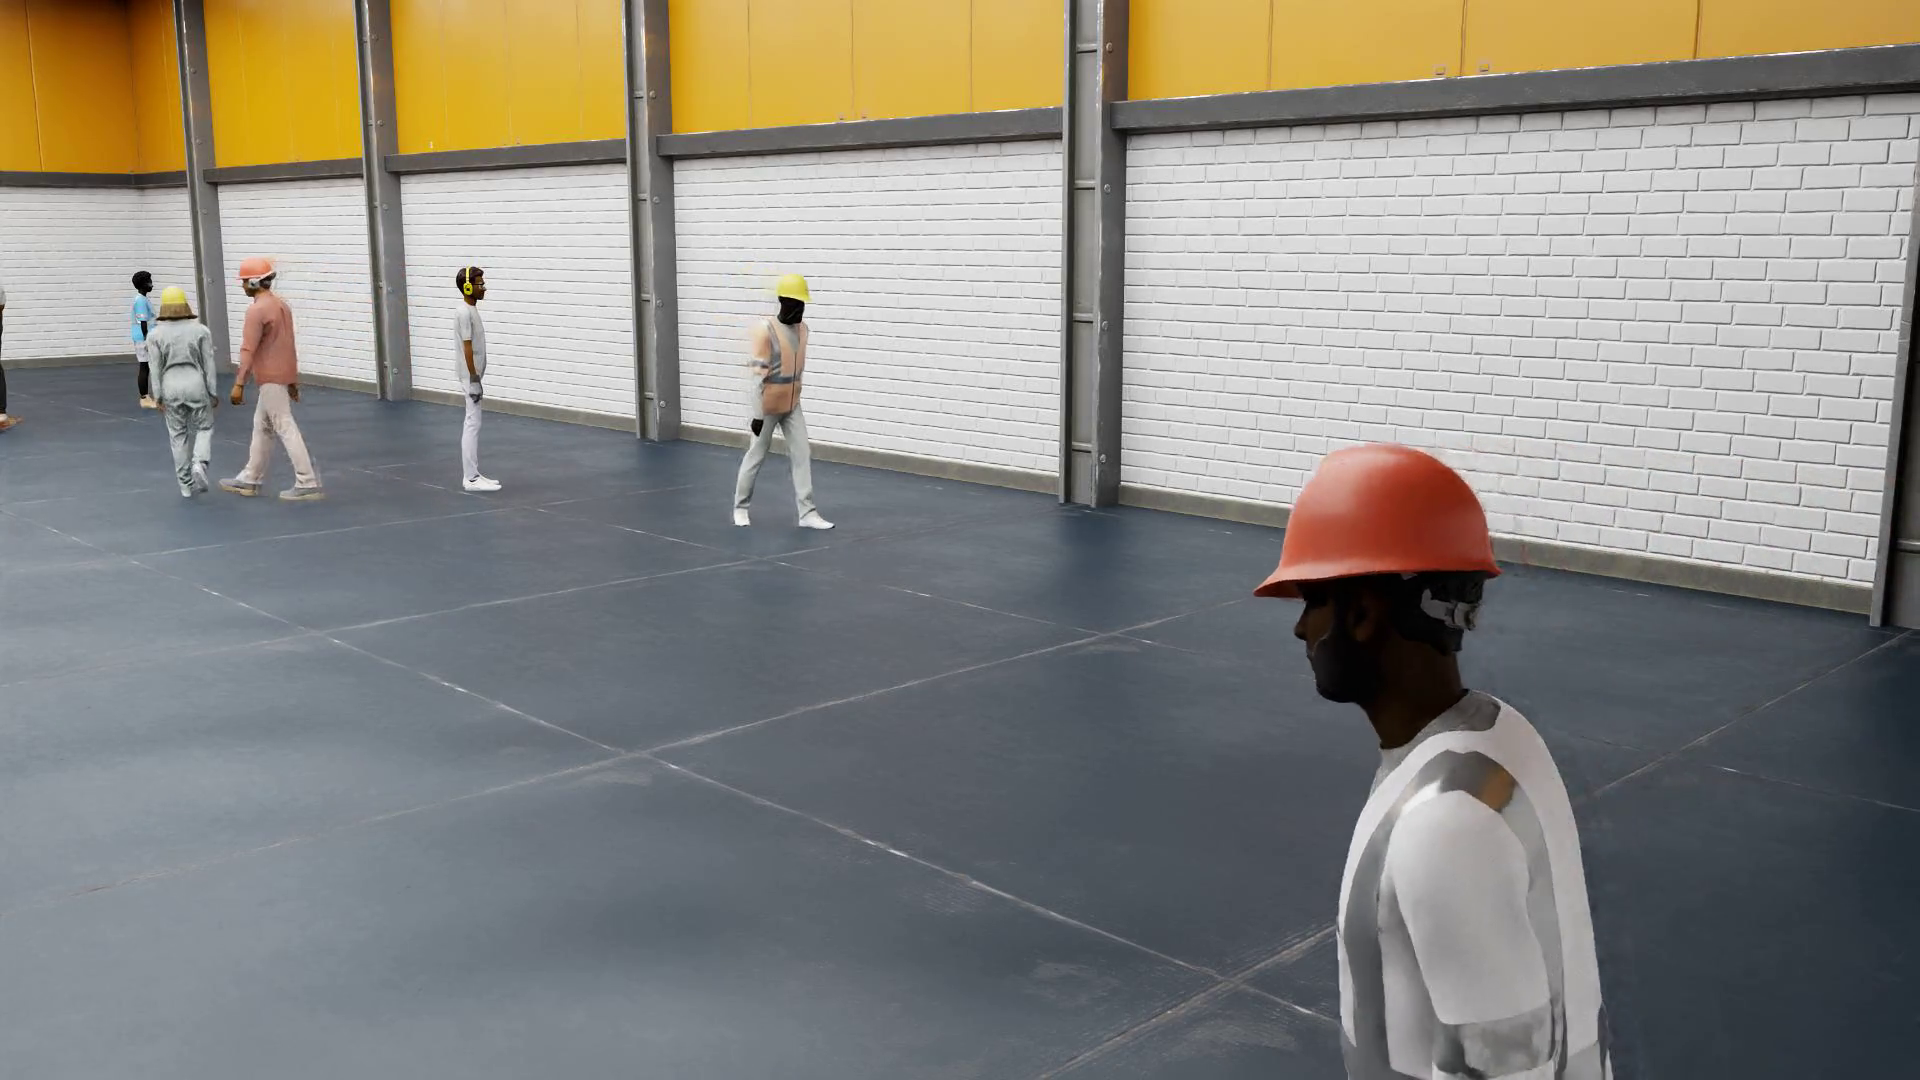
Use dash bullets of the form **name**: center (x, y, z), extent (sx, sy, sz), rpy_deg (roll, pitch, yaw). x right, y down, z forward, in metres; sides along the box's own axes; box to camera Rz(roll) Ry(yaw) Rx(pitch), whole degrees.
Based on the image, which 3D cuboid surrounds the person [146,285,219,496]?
- **person**: center (-6.325, -1.205, 13.557), extent (0.506, 1.729, 0.422), rpy_deg (-4, 11, -21)

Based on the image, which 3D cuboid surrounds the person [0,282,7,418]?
- **person**: center (-11.187, -2.332, 18.862), extent (0.539, 2.000, 0.688), rpy_deg (2, 11, 9)

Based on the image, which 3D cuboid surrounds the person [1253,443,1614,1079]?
- **person**: center (0.586, 0.825, 2.089), extent (0.995, 1.865, 0.590), rpy_deg (5, 11, 23)

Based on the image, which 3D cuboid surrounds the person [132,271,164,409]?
- **person**: center (-10.059, -2.470, 20.550), extent (0.317, 1.695, 0.540), rpy_deg (-5, 12, -26)

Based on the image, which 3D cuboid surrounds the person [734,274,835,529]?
- **person**: center (-1.363, -1.001, 12.132), extent (0.845, 1.866, 0.606), rpy_deg (8, 13, 35)

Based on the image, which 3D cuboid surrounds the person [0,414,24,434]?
- **person**: center (-10.653, -2.056, 17.777), extent (1.003, 1.881, 0.643), rpy_deg (-4, 11, -18)

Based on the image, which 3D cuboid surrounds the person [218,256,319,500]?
- **person**: center (-5.644, -1.281, 13.348), extent (0.949, 1.949, 0.632), rpy_deg (0, 10, -2)

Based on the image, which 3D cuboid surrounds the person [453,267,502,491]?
- **person**: center (-4.072, -1.350, 13.973), extent (0.329, 1.872, 0.509), rpy_deg (-3, 11, -17)
